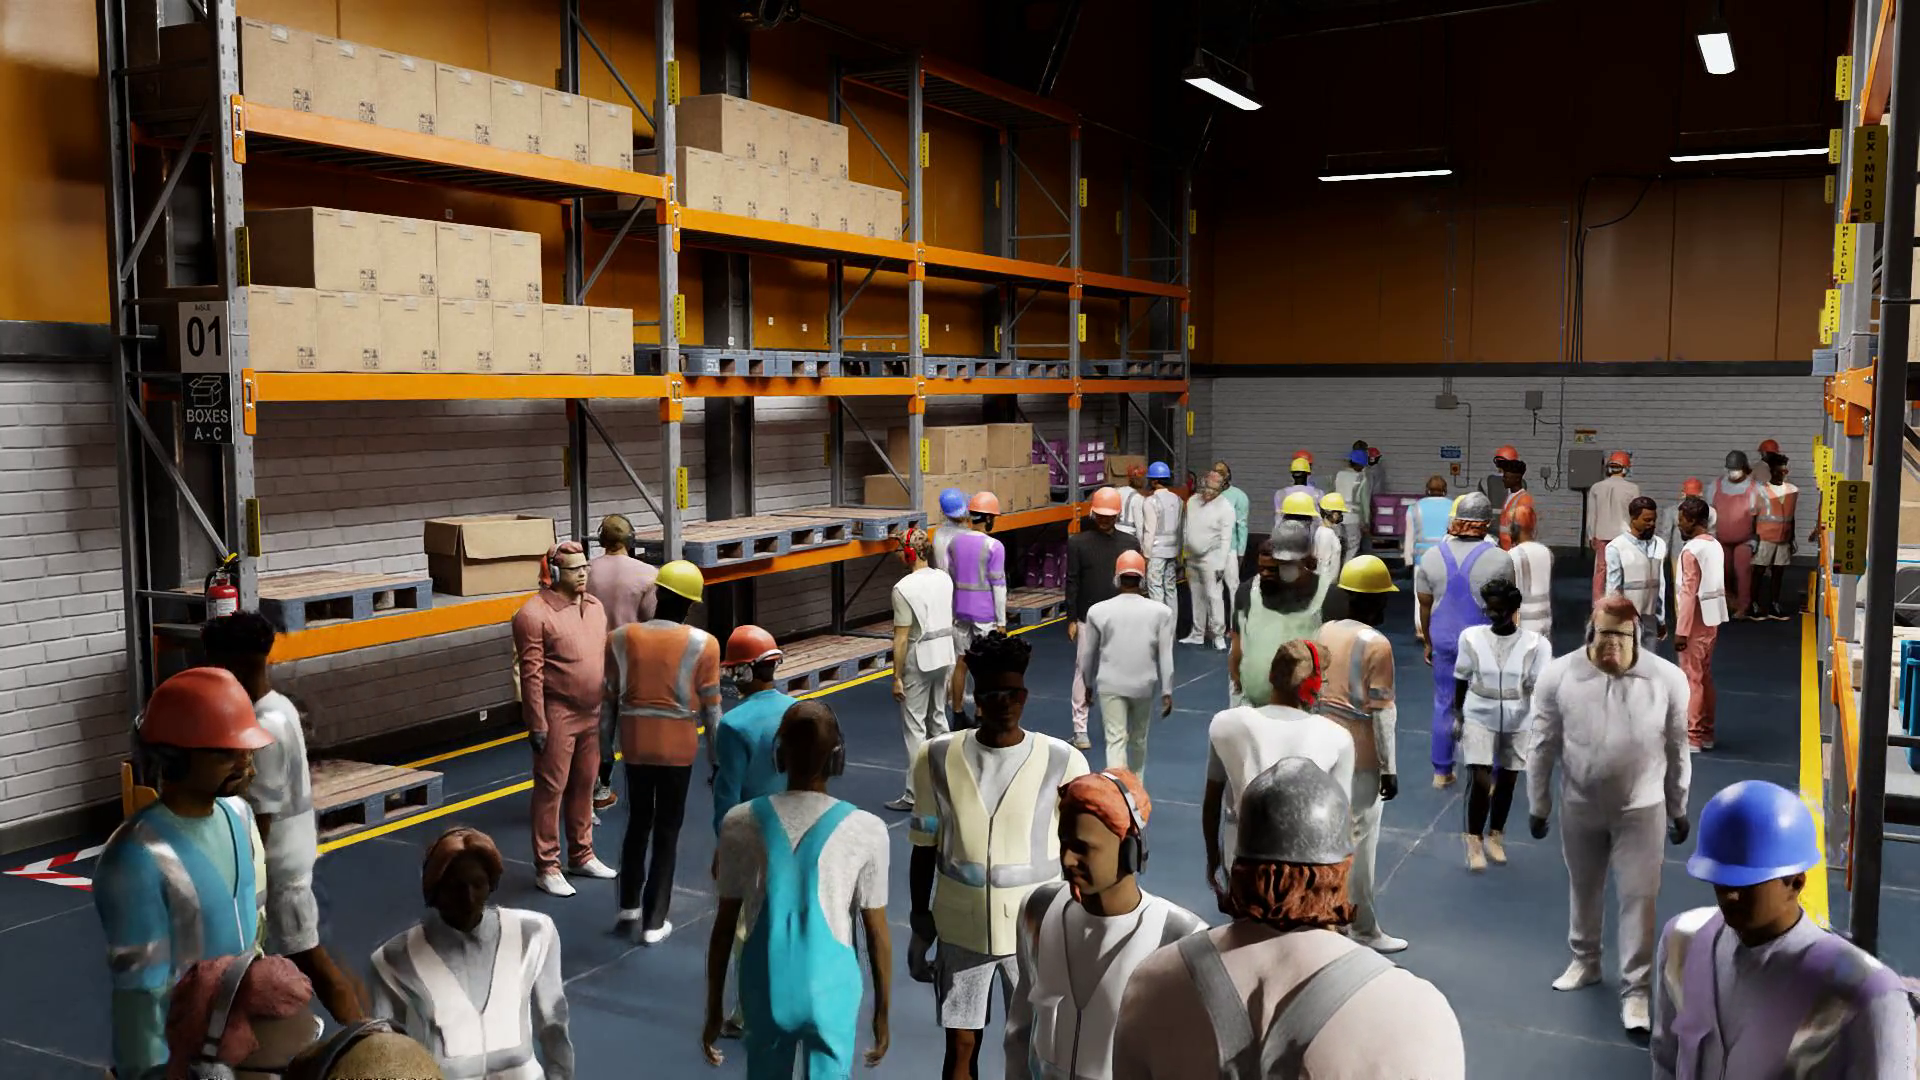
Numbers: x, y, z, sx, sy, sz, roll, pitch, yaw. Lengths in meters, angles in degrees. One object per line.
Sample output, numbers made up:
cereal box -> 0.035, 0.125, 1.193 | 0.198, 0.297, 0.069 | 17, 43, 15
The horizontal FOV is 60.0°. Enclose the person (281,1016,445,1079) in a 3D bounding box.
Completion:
person -> -0.816, 1.582, 2.262 | 0.368, 1.931, 0.634 | 2, 6, 23

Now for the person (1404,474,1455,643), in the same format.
person -> 4.977, 0.227, 17.399 | 0.637, 1.830, 0.504 | 2, 6, 19

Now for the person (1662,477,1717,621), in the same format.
person -> 8.072, 0.174, 18.417 | 0.585, 1.730, 0.560 | 2, 6, 22

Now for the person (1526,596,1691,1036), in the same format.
person -> 2.816, 1.161, 7.255 | 0.671, 1.851, 0.828 | 2, 6, 24

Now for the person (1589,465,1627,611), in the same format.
person -> 7.906, -0.050, 20.113 | 0.575, 1.876, 0.359 | 1, 5, 13

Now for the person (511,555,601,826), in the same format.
person -> -2.472, 0.929, 10.287 | 0.575, 1.738, 0.353 | -3, 6, -31

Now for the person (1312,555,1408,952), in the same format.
person -> 1.950, 1.034, 8.145 | 0.373, 1.928, 0.584 | -2, 6, -21

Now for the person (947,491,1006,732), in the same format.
person -> 0.155, 0.580, 13.073 | 0.548, 1.926, 0.389 | 4, 7, 39

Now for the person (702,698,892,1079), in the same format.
person -> -0.481, 1.386, 4.924 | 0.576, 1.823, 0.437 | 0, 5, 3

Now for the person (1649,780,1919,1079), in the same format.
person -> 1.815, 1.455, 3.638 | 0.636, 1.928, 0.626 | -2, 6, -24

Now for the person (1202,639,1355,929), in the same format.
person -> 1.208, 1.284, 6.360 | 0.568, 1.810, 0.798 | 1, 5, 8

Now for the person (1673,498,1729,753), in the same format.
person -> 5.550, 0.641, 12.516 | 0.410, 1.908, 0.598 | 5, 7, 41

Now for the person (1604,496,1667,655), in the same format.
person -> 5.205, 0.611, 12.847 | 0.598, 1.906, 0.404 | -3, 6, -30

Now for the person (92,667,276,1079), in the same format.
person -> -1.979, 1.338, 4.352 | 0.428, 2.033, 0.608 | 0, 5, 4

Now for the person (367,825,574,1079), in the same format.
person -> -1.324, 1.535, 4.462 | 0.519, 1.613, 0.728 | -3, 6, -31

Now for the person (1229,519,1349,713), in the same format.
person -> 1.843, 0.867, 9.346 | 0.705, 2.000, 0.540 | 2, 6, 20

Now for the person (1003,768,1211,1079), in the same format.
person -> 0.341, 1.455, 3.855 | 0.584, 1.882, 0.337 | 4, 7, 39

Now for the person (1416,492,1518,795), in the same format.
person -> 3.478, 0.686, 11.294 | 0.673, 2.000, 0.536 | 4, 7, 40

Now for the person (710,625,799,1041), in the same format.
person -> -0.870, 1.229, 7.069 | 0.350, 1.739, 0.574 | 3, 6, 29

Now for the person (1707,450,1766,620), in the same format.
person -> 9.143, -0.084, 19.586 | 0.717, 2.000, 0.622 | 5, 7, 45

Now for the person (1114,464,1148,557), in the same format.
person -> 1.886, 0.050, 19.163 | 0.440, 1.855, 0.655 | -2, 6, -21

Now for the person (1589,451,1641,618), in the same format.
person -> 7.686, -0.047, 19.500 | 0.408, 1.984, 0.617 | -5, 7, -43

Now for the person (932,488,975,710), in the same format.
person -> -0.071, 0.491, 14.214 | 0.405, 1.896, 0.659 | 1, 5, 12

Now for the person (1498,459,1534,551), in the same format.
person -> 6.050, 0.093, 18.117 | 0.370, 1.959, 0.604 | 0, 5, 3

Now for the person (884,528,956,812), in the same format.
person -> -0.239, 0.841, 10.726 | 0.397, 1.836, 0.562 | 4, 6, 34

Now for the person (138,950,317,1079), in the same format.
person -> -1.275, 1.588, 2.728 | 0.835, 1.869, 0.664 | -4, 7, -37

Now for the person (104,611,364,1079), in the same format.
person -> -2.699, 1.216, 6.327 | 1.025, 1.903, 0.608 | -2, 6, -22

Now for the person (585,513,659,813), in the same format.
person -> -2.181, 0.794, 10.673 | 0.634, 1.939, 0.367 | 1, 5, 11

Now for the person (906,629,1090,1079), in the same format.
person -> 0.121, 1.267, 5.434 | 0.613, 1.965, 0.361 | 1, 5, 11

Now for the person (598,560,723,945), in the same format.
person -> -1.484, 1.046, 8.306 | 0.619, 1.882, 0.590 | 1, 5, 9

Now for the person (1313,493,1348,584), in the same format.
person -> 3.427, 0.438, 15.478 | 0.340, 1.757, 0.518 | 2, 6, 19

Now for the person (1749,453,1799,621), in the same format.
person -> 9.504, -0.034, 19.431 | 0.610, 1.964, 0.365 | -1, 5, -10

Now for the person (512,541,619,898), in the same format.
person -> -2.124, 0.957, 9.089 | 0.410, 1.909, 0.642 | 3, 6, 27

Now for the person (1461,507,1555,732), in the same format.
person -> 4.276, 0.653, 12.785 | 0.596, 1.827, 0.965 | -3, 6, -33

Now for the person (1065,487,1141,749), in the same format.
person -> 1.099, 0.589, 12.627 | 0.612, 1.986, 0.401 | -2, 6, -16

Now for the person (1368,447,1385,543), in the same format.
person -> 6.752, -0.644, 27.209 | 0.351, 1.743, 0.561 | 4, 6, 34

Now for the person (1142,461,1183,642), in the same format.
person -> 2.120, 0.140, 17.660 | 0.391, 1.946, 0.615 | 5, 7, 42

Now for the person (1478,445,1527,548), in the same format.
person -> 6.476, -0.108, 19.825 | 0.611, 2.042, 0.394 | 5, 7, 43

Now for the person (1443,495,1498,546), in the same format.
person -> 4.307, 0.526, 14.201 | 0.404, 1.824, 0.586 | -2, 6, -23

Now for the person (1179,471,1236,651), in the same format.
person -> 2.522, 0.209, 17.376 | 0.397, 1.874, 0.772 | -4, 7, -36

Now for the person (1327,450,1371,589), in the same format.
person -> 5.166, -0.264, 22.325 | 0.680, 1.899, 0.534 | 4, 7, 40

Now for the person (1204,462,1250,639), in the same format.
person -> 2.856, 0.109, 18.109 | 0.629, 1.930, 0.358 | 5, 7, 41

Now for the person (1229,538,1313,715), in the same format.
person -> 1.793, 0.931, 9.403 | 0.591, 1.910, 0.388 | 5, 7, 40

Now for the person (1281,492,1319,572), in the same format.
person -> 2.606, 0.583, 13.006 | 0.375, 1.927, 0.590 | 3, 6, 26

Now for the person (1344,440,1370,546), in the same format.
person -> 5.947, -0.523, 24.852 | 0.372, 1.940, 0.629 | -1, 5, -7

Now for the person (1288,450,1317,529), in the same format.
person -> 4.342, -0.167, 21.128 | 0.411, 1.926, 0.567 | 2, 6, 19

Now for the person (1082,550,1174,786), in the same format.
person -> 1.068, 0.915, 10.640 | 0.573, 1.709, 0.904 | 0, 5, -1

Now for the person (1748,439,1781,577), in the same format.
person -> 11.515, -0.450, 23.820 | 0.616, 1.986, 0.412 | -2, 6, -23

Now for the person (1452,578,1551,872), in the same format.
person -> 3.057, 1.043, 9.368 | 0.534, 1.662, 0.579 | 1, 6, 15

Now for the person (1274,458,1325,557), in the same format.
person -> 3.886, 0.024, 19.058 | 0.585, 1.921, 0.383 | 1, 5, 10
